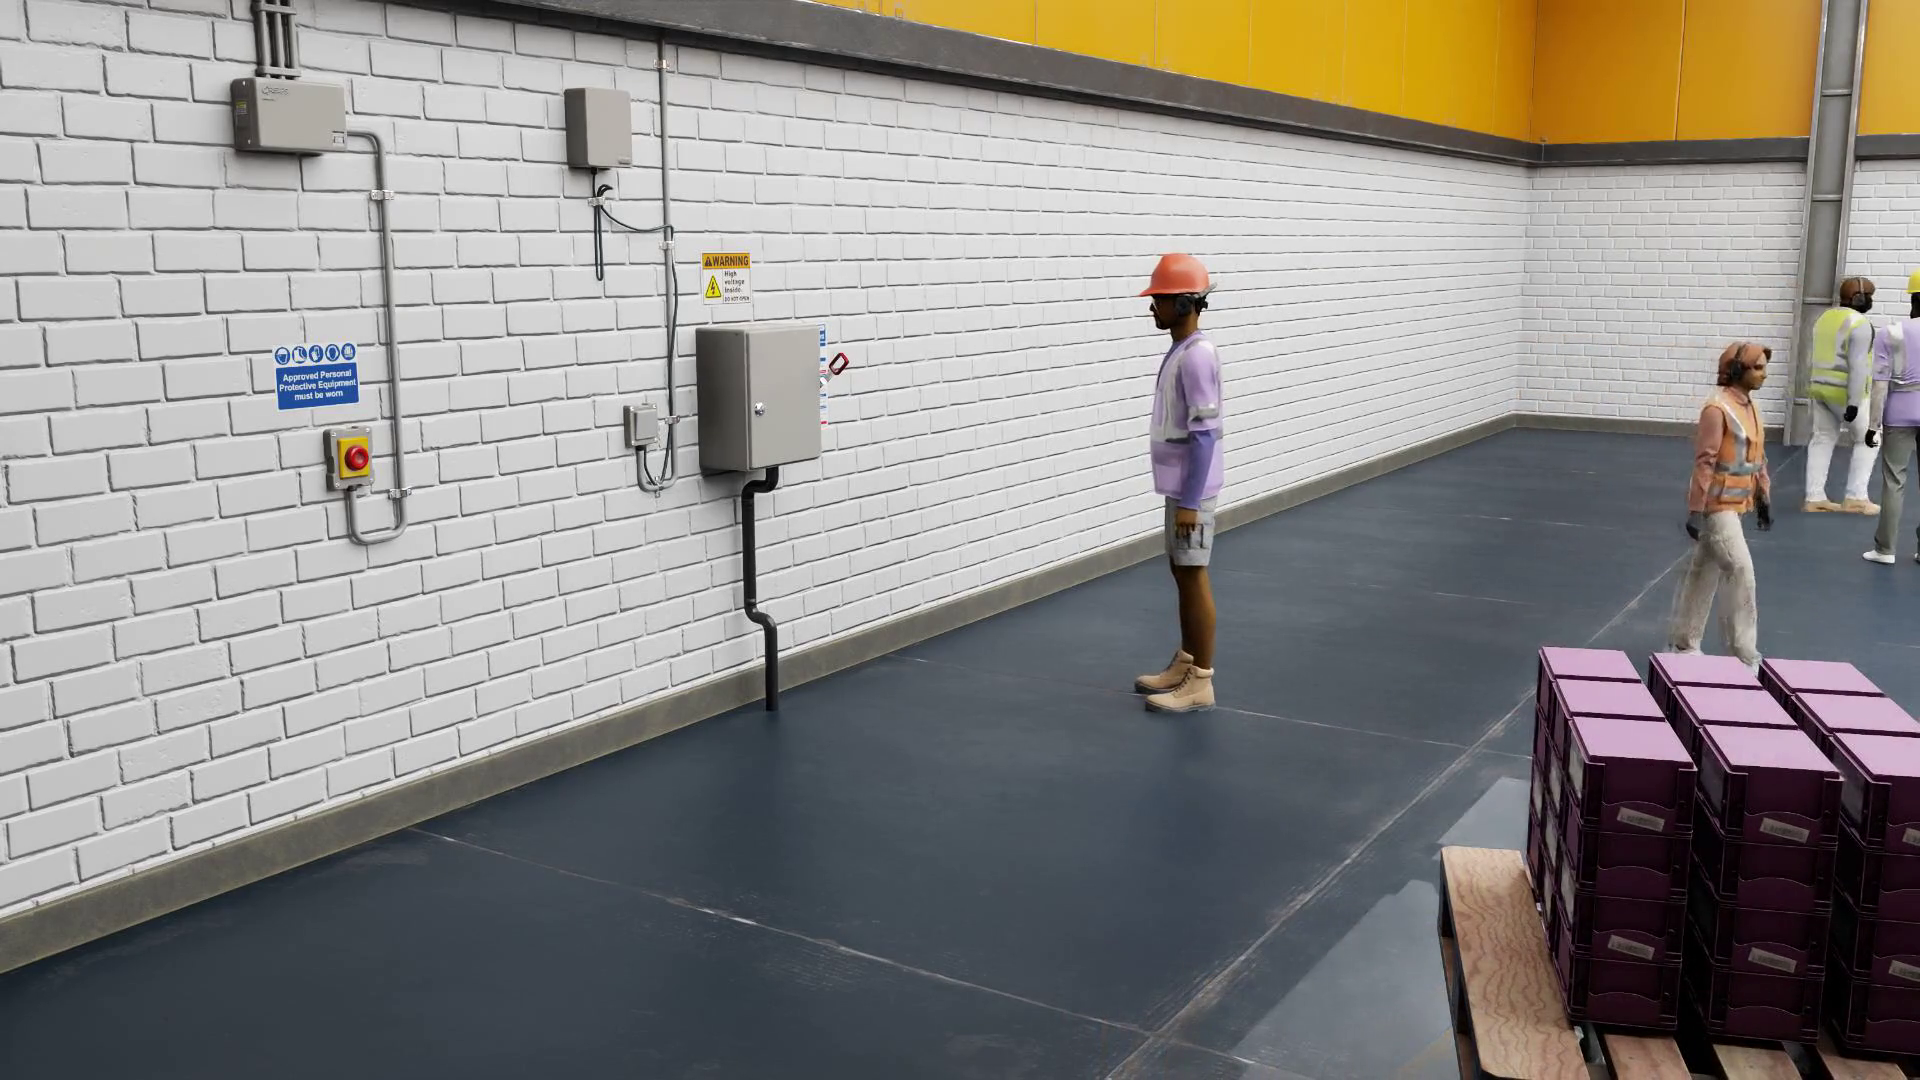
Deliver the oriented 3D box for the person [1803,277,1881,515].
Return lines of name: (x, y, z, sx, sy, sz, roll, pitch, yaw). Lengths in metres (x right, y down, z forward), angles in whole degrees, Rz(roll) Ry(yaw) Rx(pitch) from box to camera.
person: (6.855, -1.097, 12.769, 0.633, 1.824, 0.629, -1, 10, -6)

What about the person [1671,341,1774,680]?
person: (3.768, -0.132, 7.953, 0.699, 1.609, 0.546, 10, 14, 43)

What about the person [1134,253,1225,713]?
person: (0.976, -0.246, 7.423, 0.397, 2.043, 0.609, 0, 10, 1)

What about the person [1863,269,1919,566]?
person: (6.155, -0.785, 10.730, 0.586, 1.928, 0.364, 2, 10, 9)
